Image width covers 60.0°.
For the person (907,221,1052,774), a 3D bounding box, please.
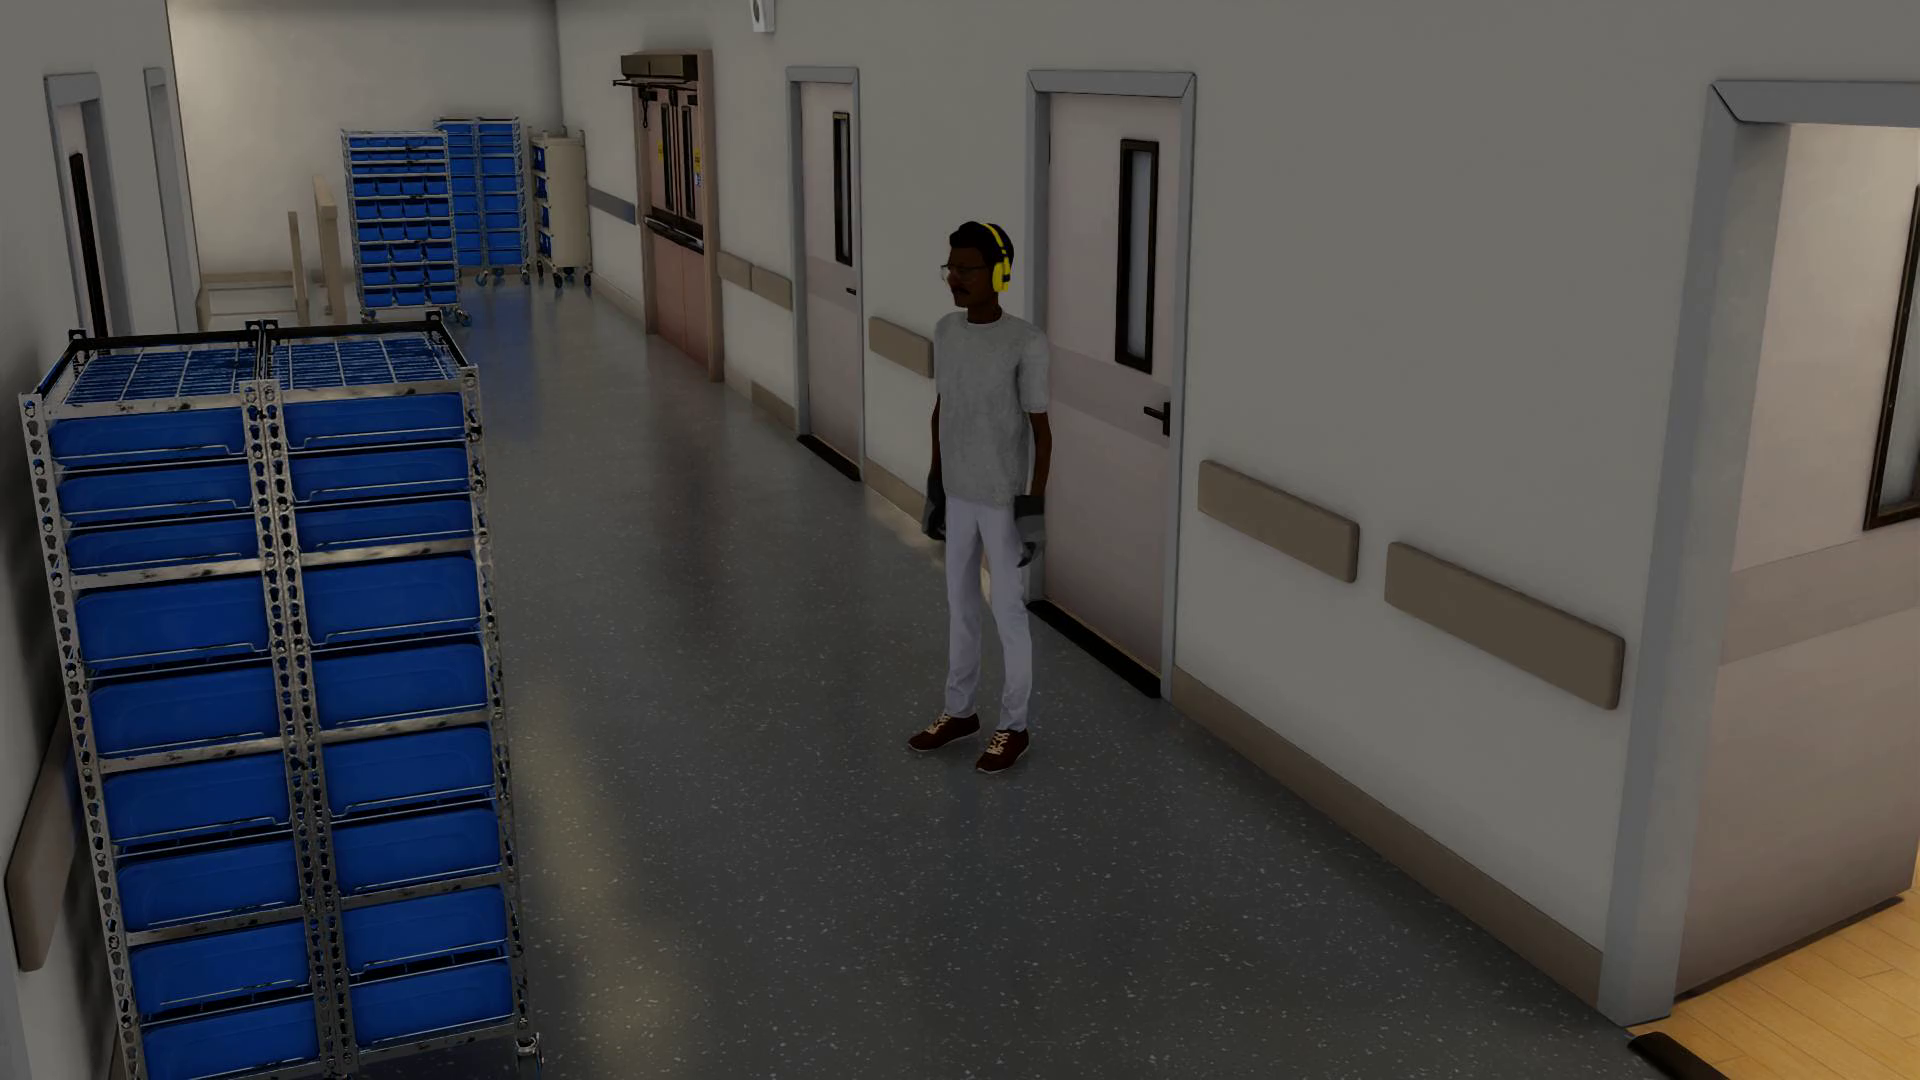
[{"bbox_3d":[0.077,-0.132,5.617,0.521,1.873,0.336,14,22,41],"label":"person"}]
